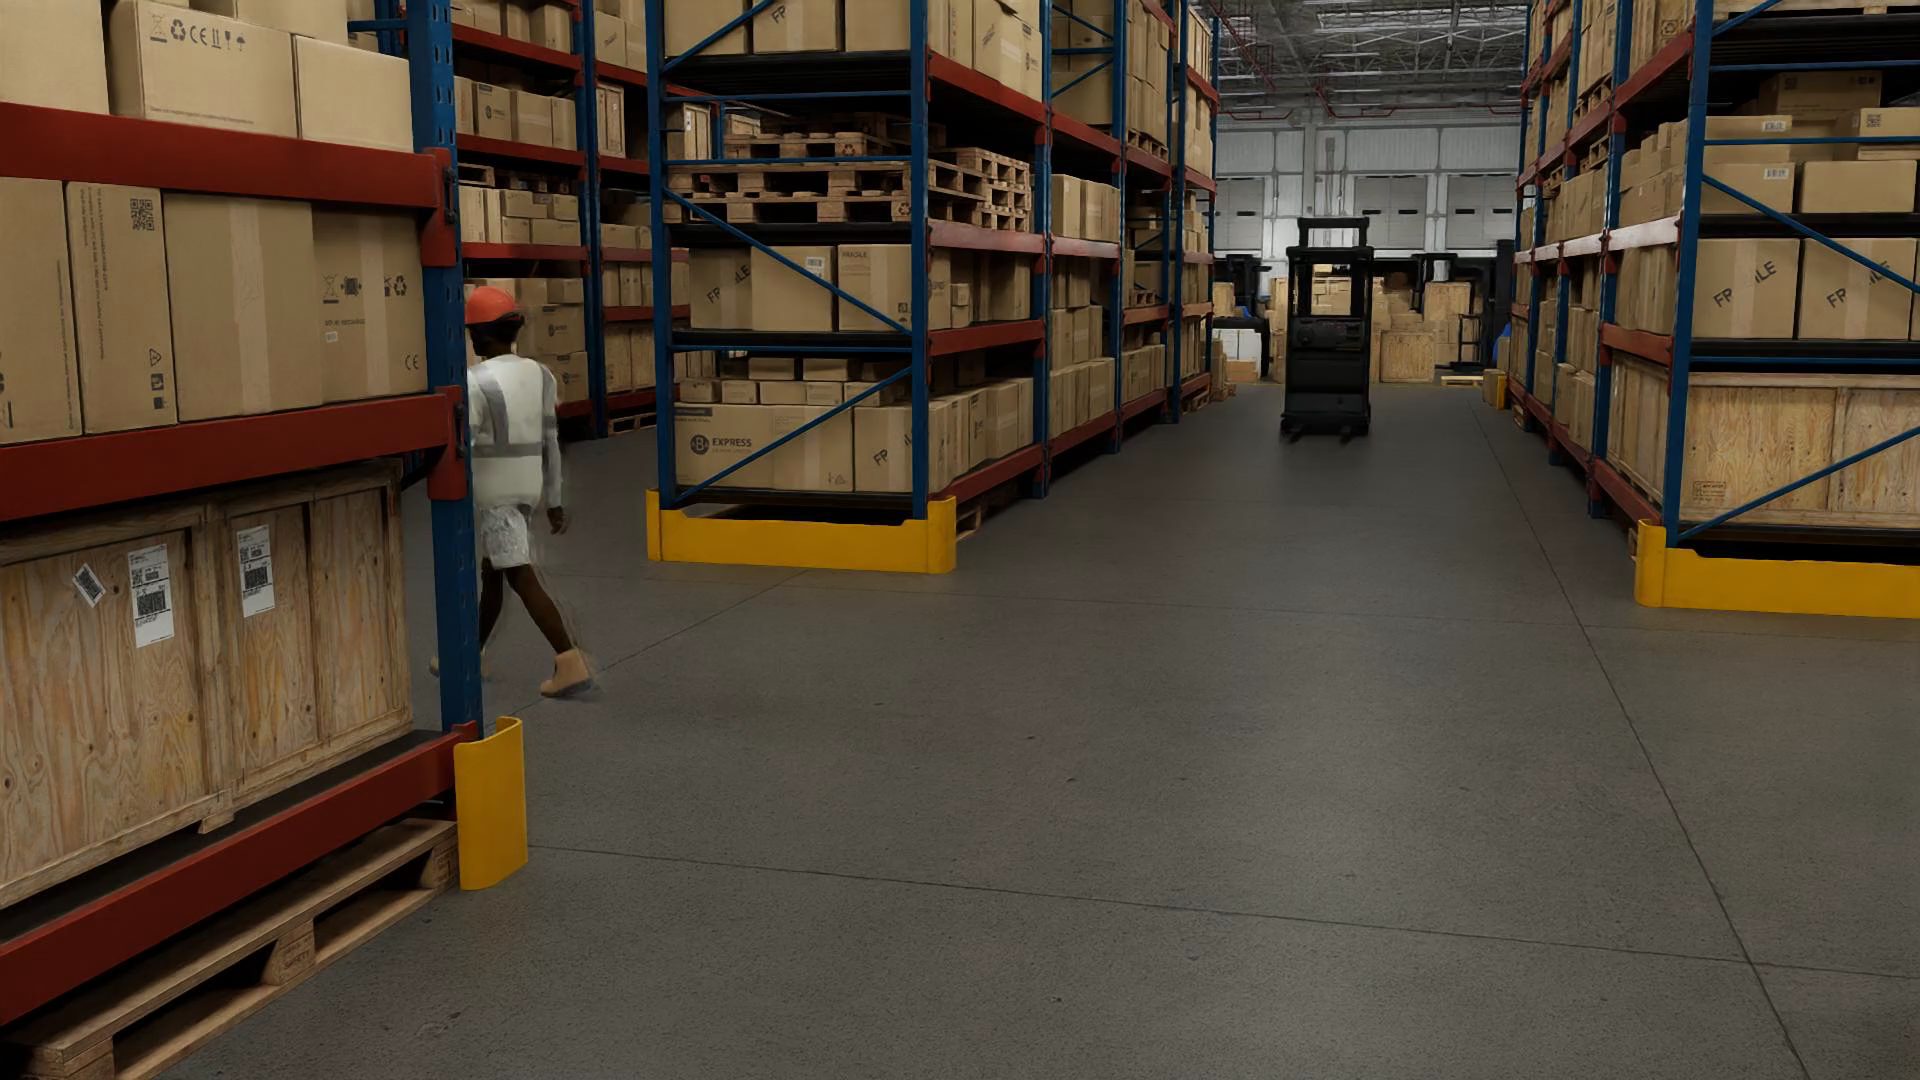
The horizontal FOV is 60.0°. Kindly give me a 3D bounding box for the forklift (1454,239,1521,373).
[{"bbox_3d":[11.532,-4.888,34.828,1.873,2.768,1.129,7,12,39],"label":"forklift"}]

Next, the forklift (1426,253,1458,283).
[{"bbox_3d":[15.202,-7.696,52.666,1.129,2.768,1.873,-2,9,-11],"label":"forklift"}]

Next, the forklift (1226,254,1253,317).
[{"bbox_3d":[9.270,-8.127,55.406,1.873,2.768,1.129,-7,11,-38],"label":"forklift"}]

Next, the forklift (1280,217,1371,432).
[{"bbox_3d":[4.964,-2.914,22.284,1.129,2.768,1.873,2,9,15],"label":"forklift"}]

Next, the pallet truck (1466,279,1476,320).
[{"bbox_3d":[18.896,-8.459,60.307,1.885,1.965,0.823,5,10,31],"label":"pallet truck"}]

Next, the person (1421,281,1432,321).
[{"bbox_3d":[14.140,-6.799,49.991,0.383,1.931,0.628,-9,12,-44],"label":"person"}]

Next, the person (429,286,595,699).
[{"bbox_3d":[-2.200,-0.228,8.057,1.073,1.992,0.627,4,10,26],"label":"person"}]
